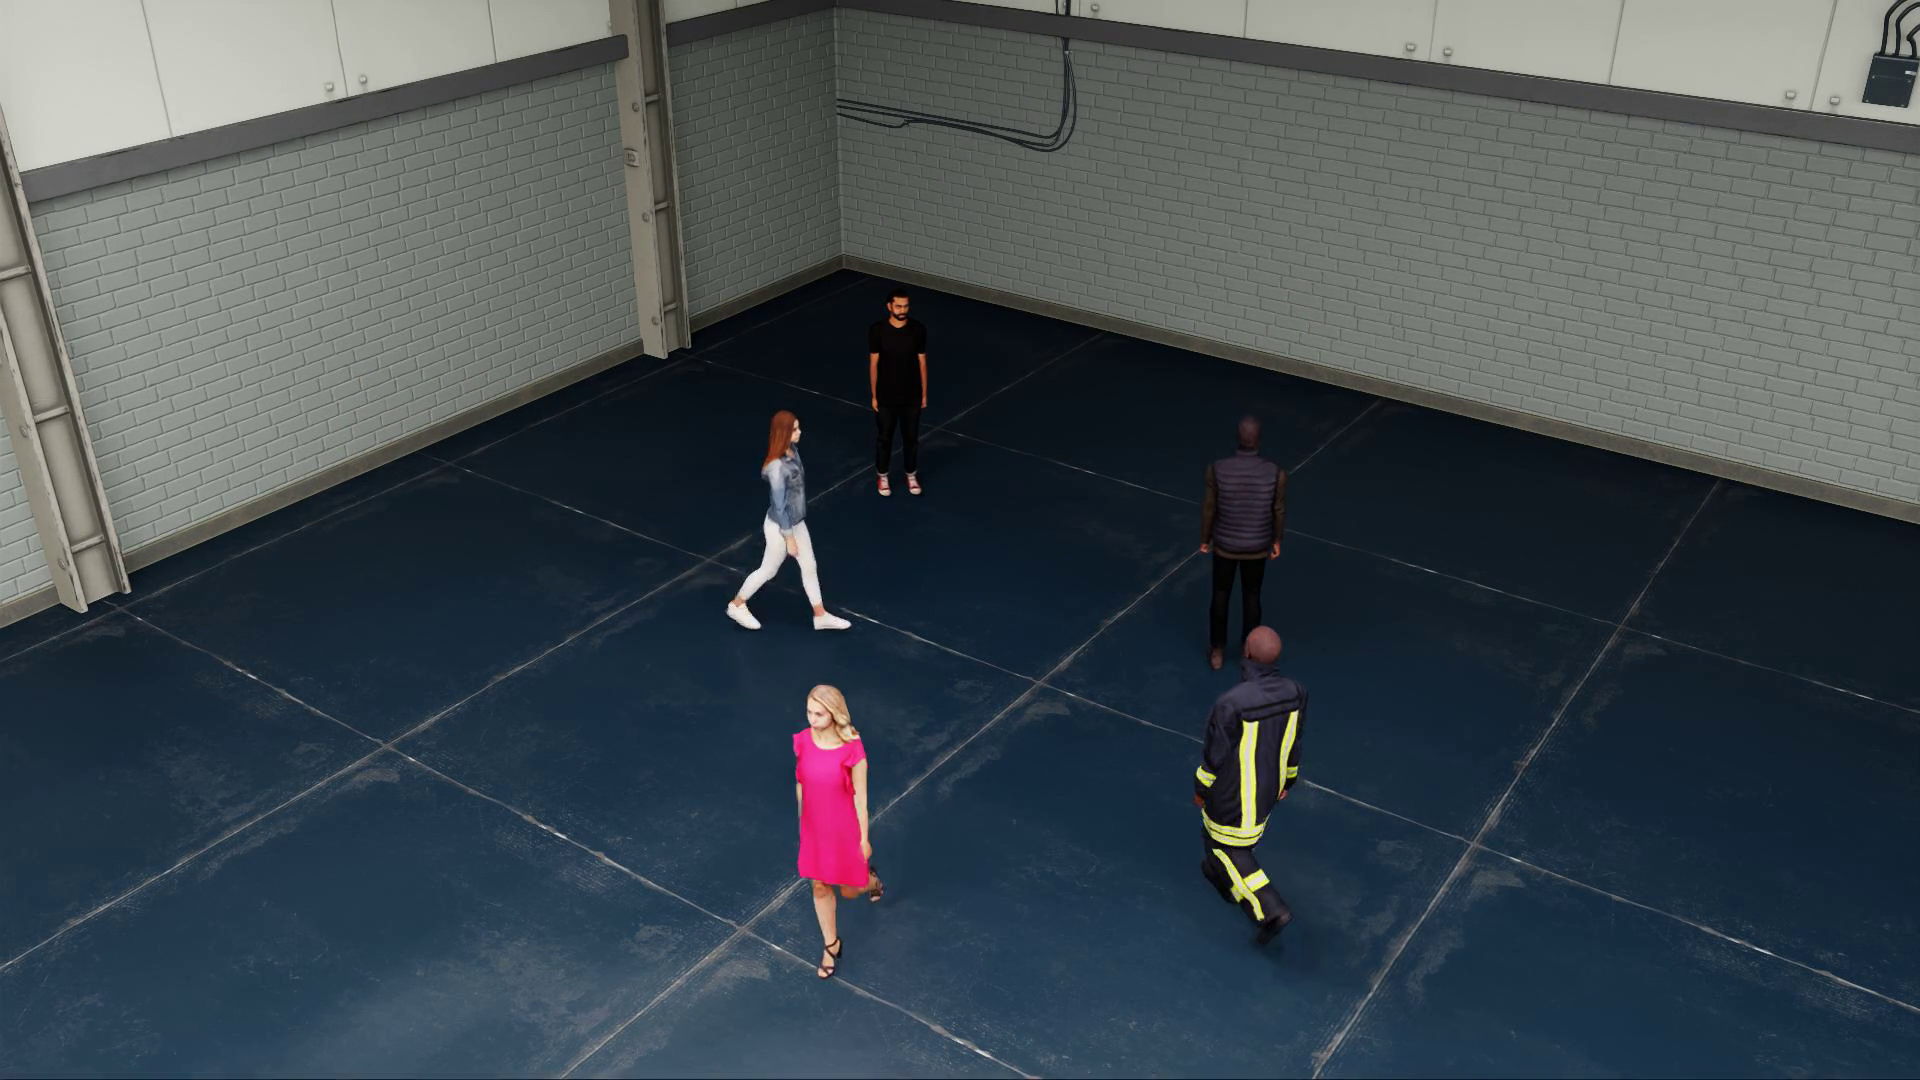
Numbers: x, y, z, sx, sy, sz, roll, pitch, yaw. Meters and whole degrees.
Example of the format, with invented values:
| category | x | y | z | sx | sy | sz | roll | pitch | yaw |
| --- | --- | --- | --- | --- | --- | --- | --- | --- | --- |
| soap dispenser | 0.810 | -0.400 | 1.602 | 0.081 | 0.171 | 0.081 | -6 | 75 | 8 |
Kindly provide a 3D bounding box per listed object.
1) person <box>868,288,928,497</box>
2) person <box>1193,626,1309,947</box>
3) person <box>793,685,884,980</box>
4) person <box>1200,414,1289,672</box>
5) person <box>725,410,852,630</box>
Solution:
| category | x | y | z | sx | sy | sz | roll | pitch | yaw |
| --- | --- | --- | --- | --- | --- | --- | --- | --- | --- |
| person | -0.502 | -1.191 | 13.373 | 0.695 | 1.752 | 0.752 | -5 | 28 | -9 |
| person | 1.531 | 1.287 | 8.667 | 1.144 | 1.803 | 1.063 | -15 | 32 | -26 |
| person | -0.598 | 1.437 | 8.486 | 0.694 | 1.708 | 0.903 | 11 | 30 | 20 |
| person | 1.853 | 0.025 | 11.000 | 0.775 | 1.836 | 0.739 | 4 | 28 | 8 |
| person | -1.298 | -0.093 | 11.406 | 0.989 | 1.662 | 1.149 | 6 | 29 | 11 |
